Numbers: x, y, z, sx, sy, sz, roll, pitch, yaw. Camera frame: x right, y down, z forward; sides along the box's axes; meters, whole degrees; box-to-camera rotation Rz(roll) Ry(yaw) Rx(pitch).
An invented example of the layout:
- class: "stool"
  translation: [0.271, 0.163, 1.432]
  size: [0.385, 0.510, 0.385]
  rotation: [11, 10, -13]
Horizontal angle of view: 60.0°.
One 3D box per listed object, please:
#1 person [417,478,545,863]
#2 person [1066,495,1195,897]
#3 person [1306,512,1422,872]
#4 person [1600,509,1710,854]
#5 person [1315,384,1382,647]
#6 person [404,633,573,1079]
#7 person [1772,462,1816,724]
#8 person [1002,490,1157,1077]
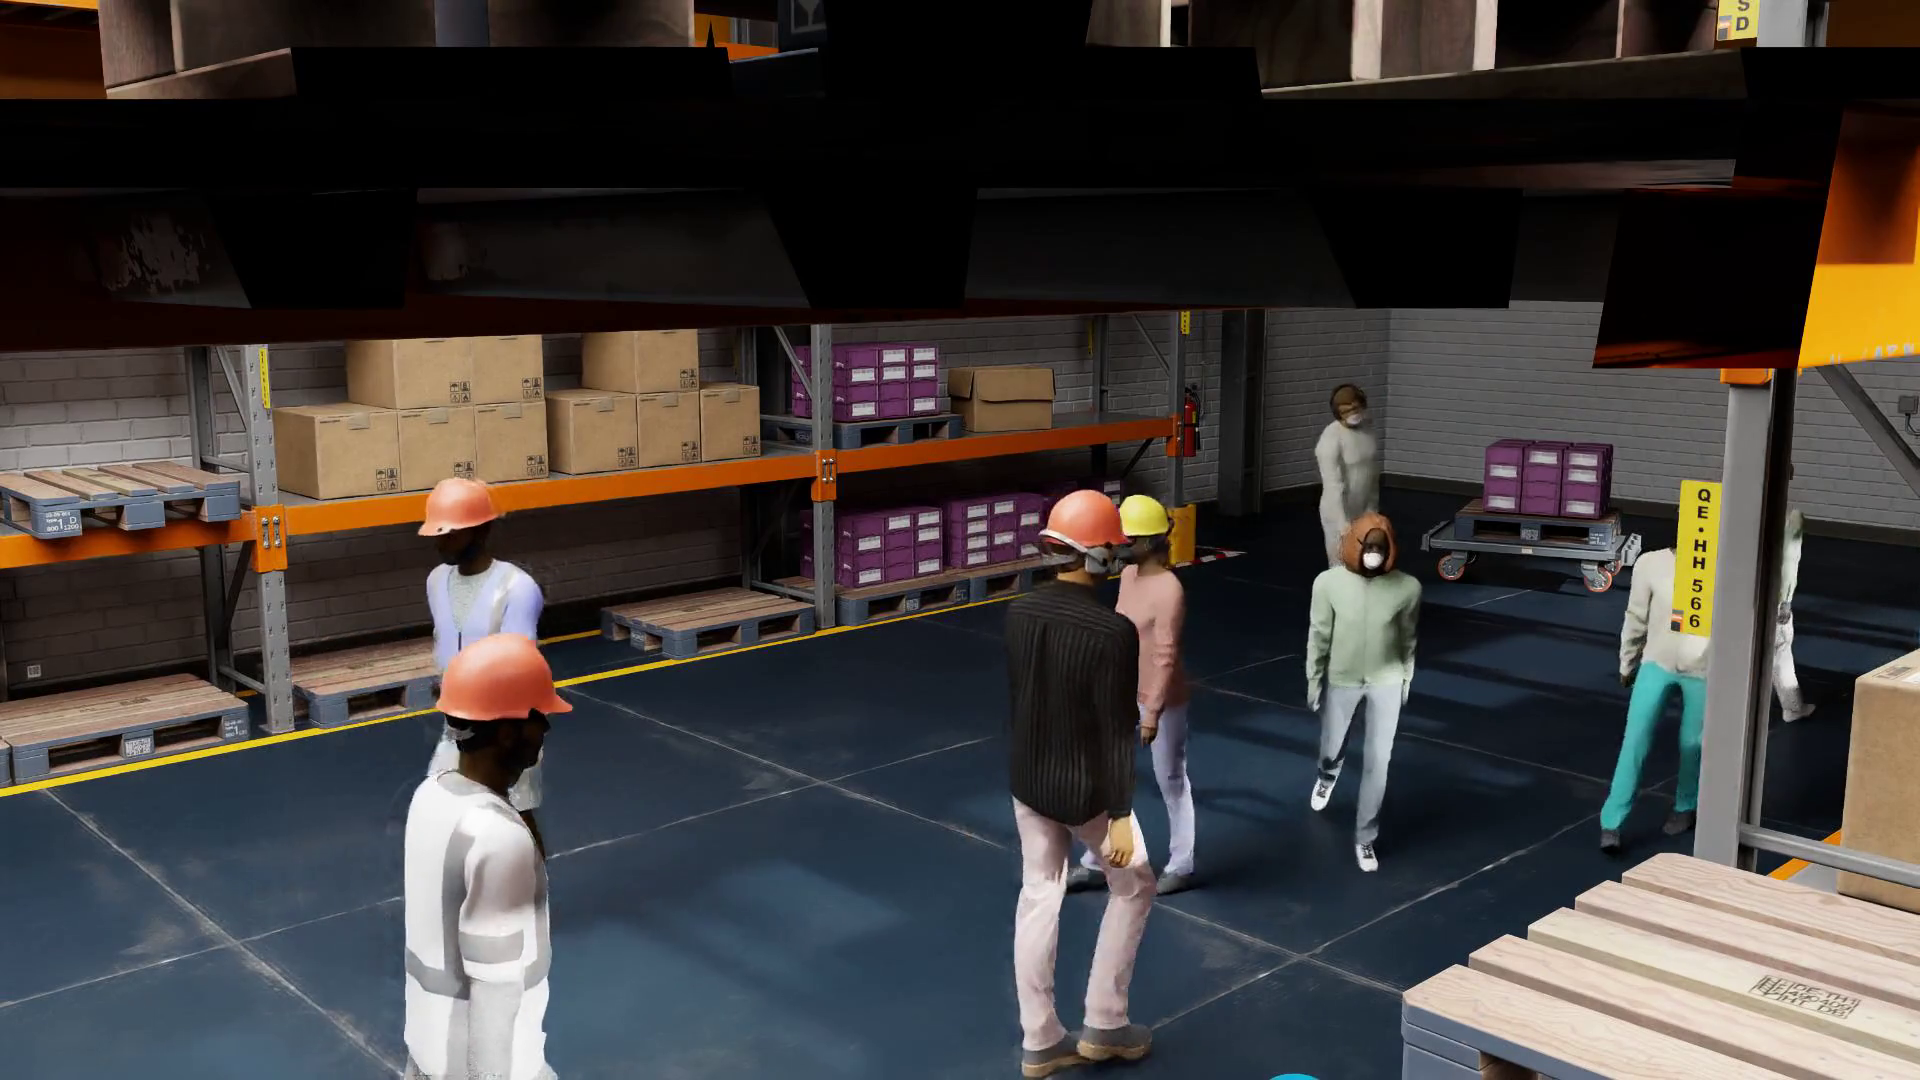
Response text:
- class: "person"
  translation: [-1.833, 0.719, 6.302]
  size: [0.556, 1.912, 0.655]
  rotation: [4, 11, 23]
- class: "person"
  translation: [0.693, 0.681, 7.001]
  size: [0.740, 1.736, 0.553]
  rotation: [-4, 10, -20]
- class: "person"
  translation: [1.843, 0.643, 7.648]
  size: [0.501, 1.605, 0.698]
  rotation: [2, 10, 10]
- class: "person"
  translation: [3.295, 0.605, 7.609]
  size: [0.540, 1.699, 0.849]
  rotation: [6, 11, 29]
- class: "person"
  translation: [2.686, -0.136, 11.405]
  size: [0.718, 1.887, 0.533]
  rotation: [-7, 12, -35]
- class: "person"
  translation: [-1.053, 1.144, 3.900]
  size: [1.001, 1.877, 0.563]
  rotation: [-7, 12, -37]
- class: "person"
  translation: [4.656, 0.306, 9.648]
  size: [0.780, 1.595, 0.534]
  rotation: [-6, 11, -31]
- class: "person"
  translation: [0.436, 0.809, 5.579]
  size: [0.628, 1.973, 0.652]
  rotation: [-9, 13, -41]
